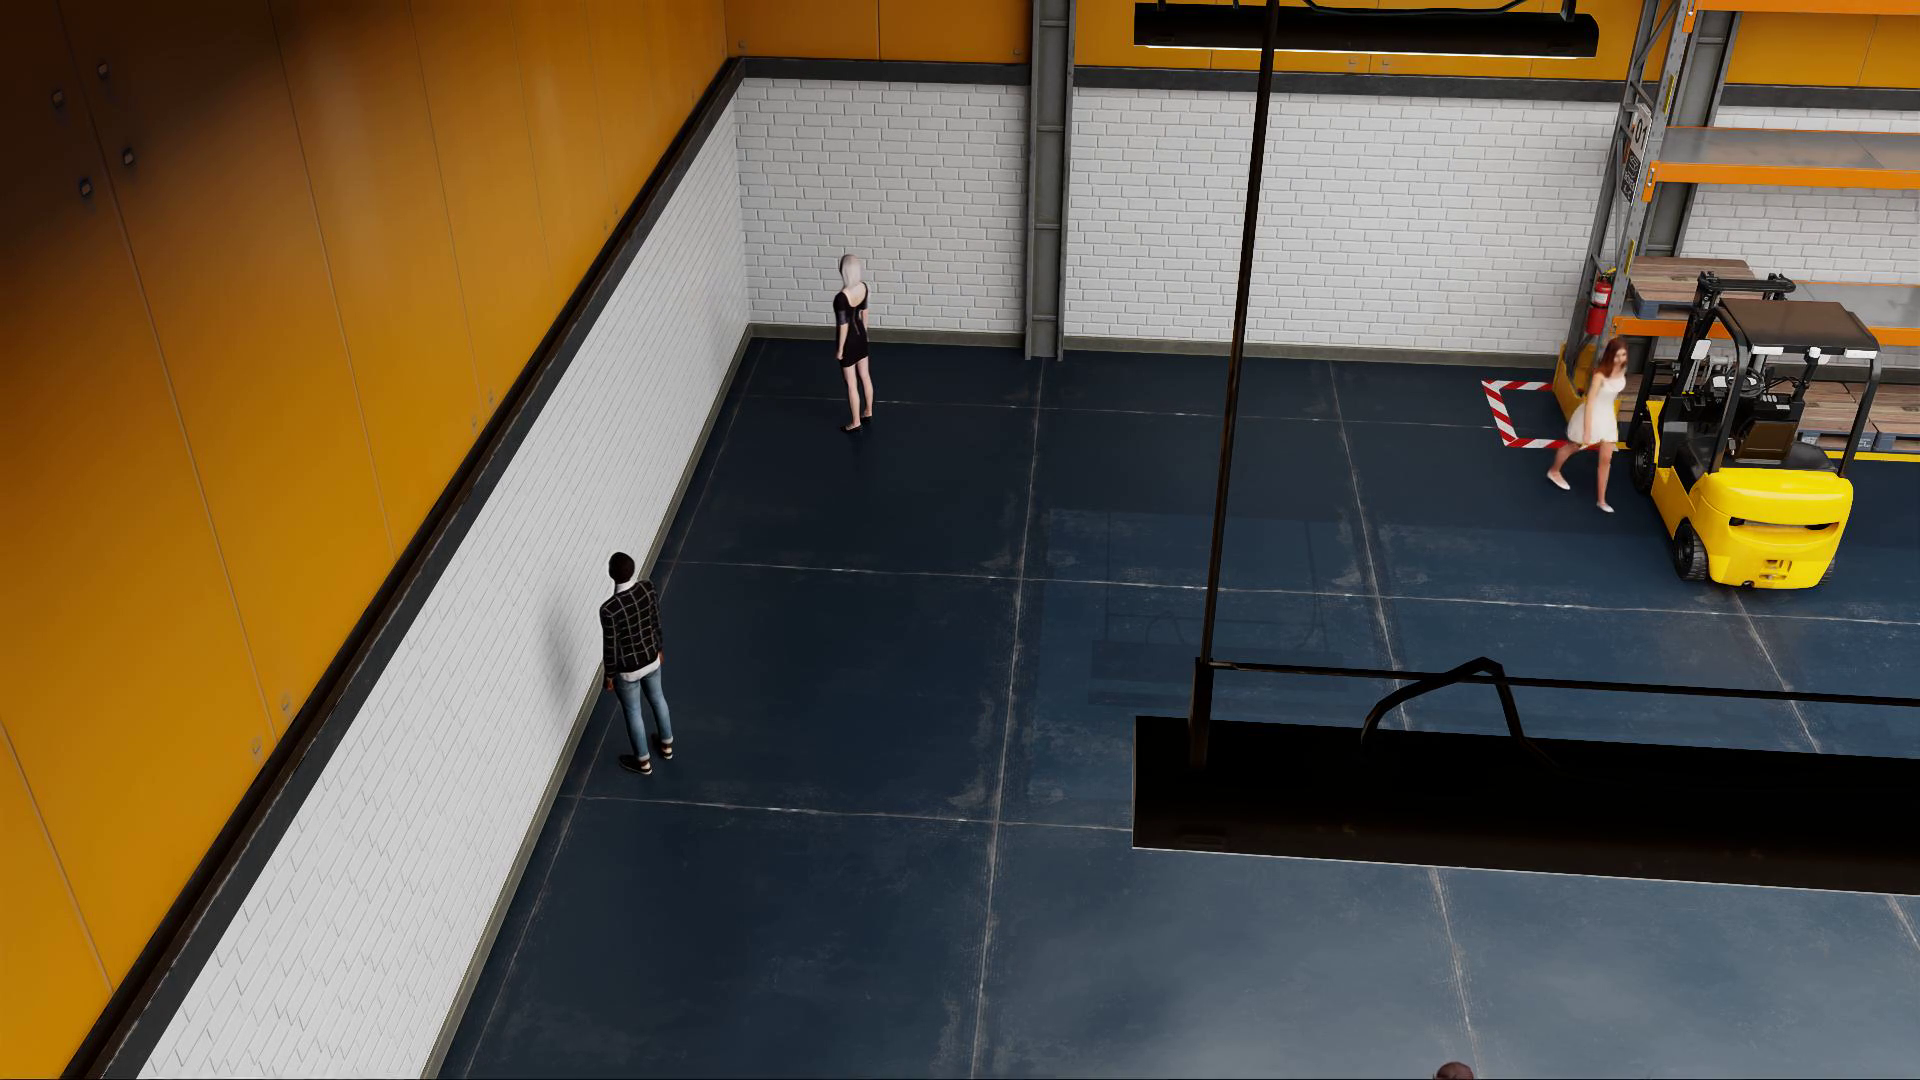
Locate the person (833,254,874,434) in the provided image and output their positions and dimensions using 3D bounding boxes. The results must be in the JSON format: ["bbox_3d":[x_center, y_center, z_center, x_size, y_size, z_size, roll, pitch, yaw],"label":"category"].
[{"bbox_3d":[-1.021,-1.871,15.833,0.671,1.829,0.661,21,39,29],"label":"person"}]

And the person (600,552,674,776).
[{"bbox_3d":[-2.283,0.859,11.734,0.772,1.821,0.745,27,42,34],"label":"person"}]

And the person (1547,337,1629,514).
[{"bbox_3d":[5.609,-1.113,14.844,1.075,1.662,0.939,-15,37,-22],"label":"person"}]
